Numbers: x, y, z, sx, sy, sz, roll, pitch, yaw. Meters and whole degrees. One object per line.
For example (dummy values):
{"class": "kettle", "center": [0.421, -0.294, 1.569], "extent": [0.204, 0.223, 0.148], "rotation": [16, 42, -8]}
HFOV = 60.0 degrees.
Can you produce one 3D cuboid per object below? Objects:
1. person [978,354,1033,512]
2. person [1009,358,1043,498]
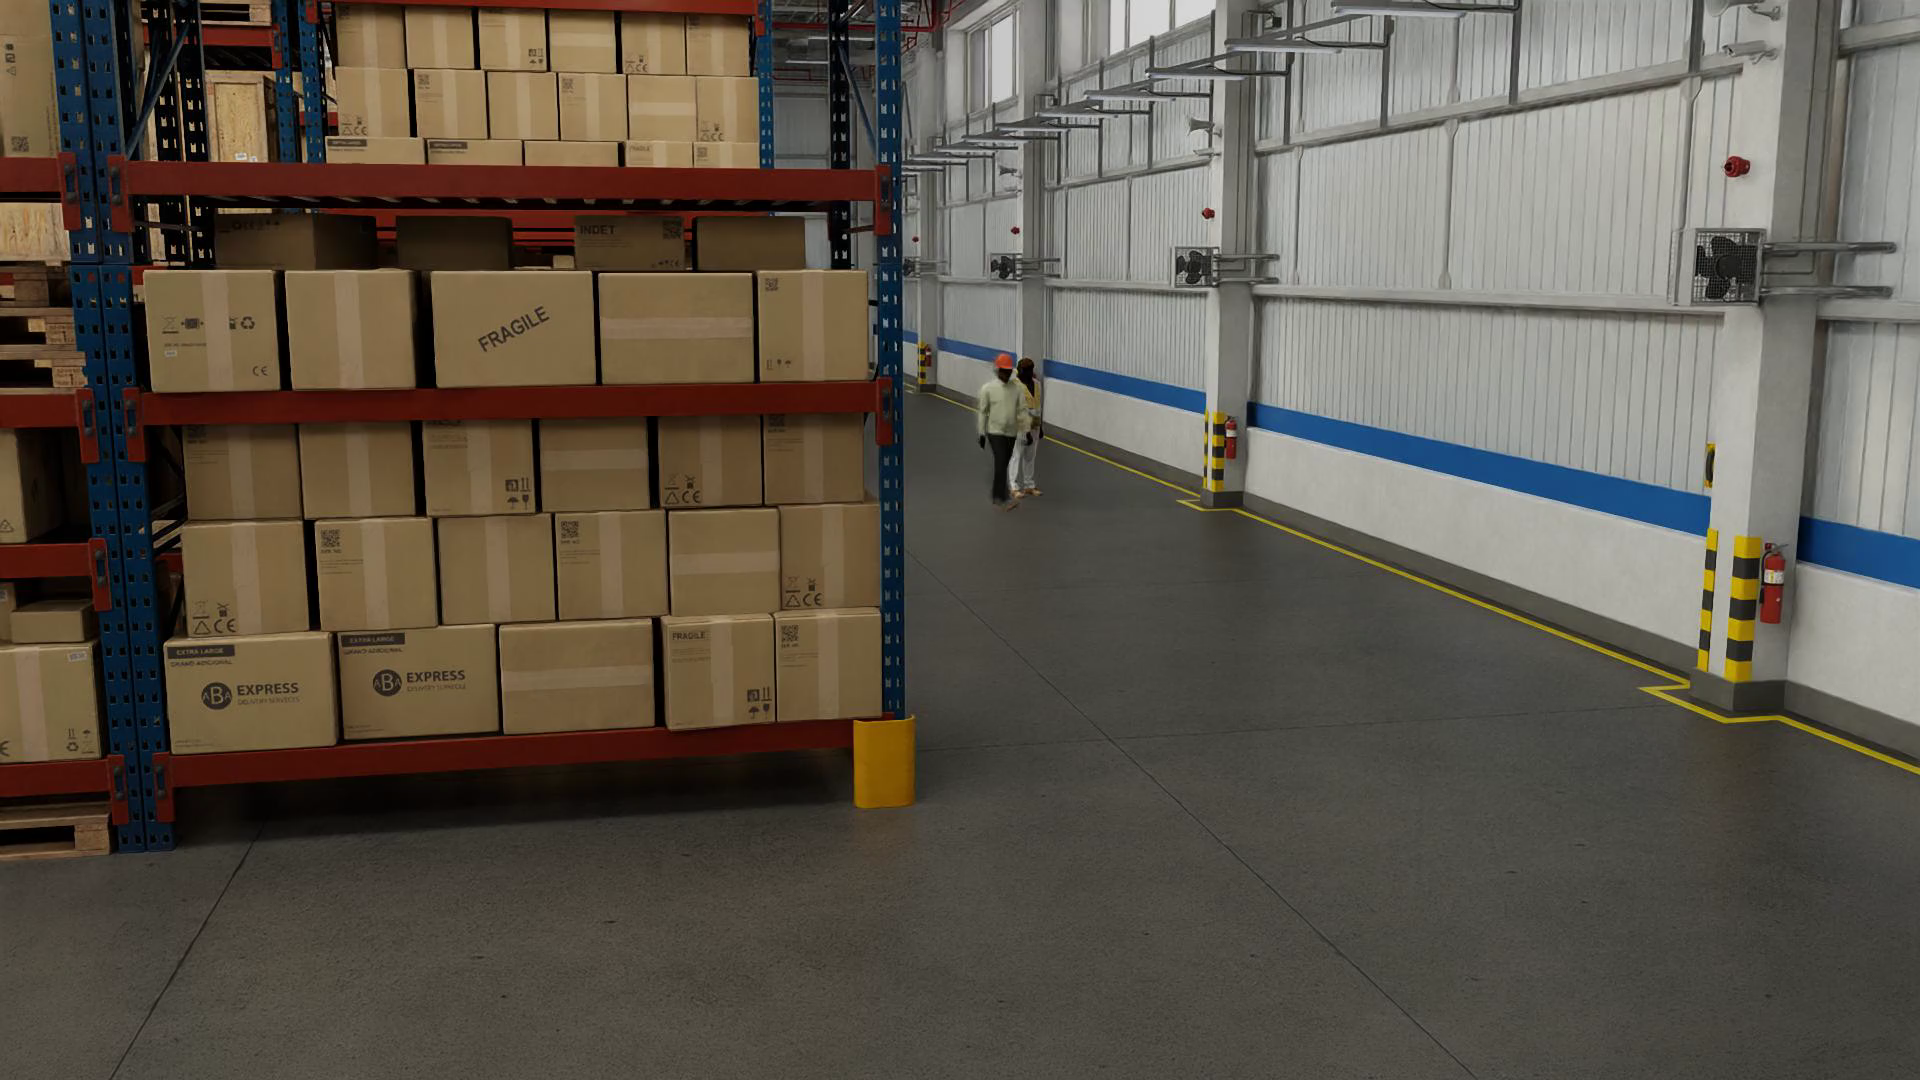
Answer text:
{"class": "person", "center": [0.601, -1.328, 20.711], "extent": [0.618, 1.942, 1.014], "rotation": [-5, 10, -26]}
{"class": "person", "center": [0.864, -1.476, 21.960], "extent": [0.630, 1.843, 0.429], "rotation": [-8, 12, -41]}
